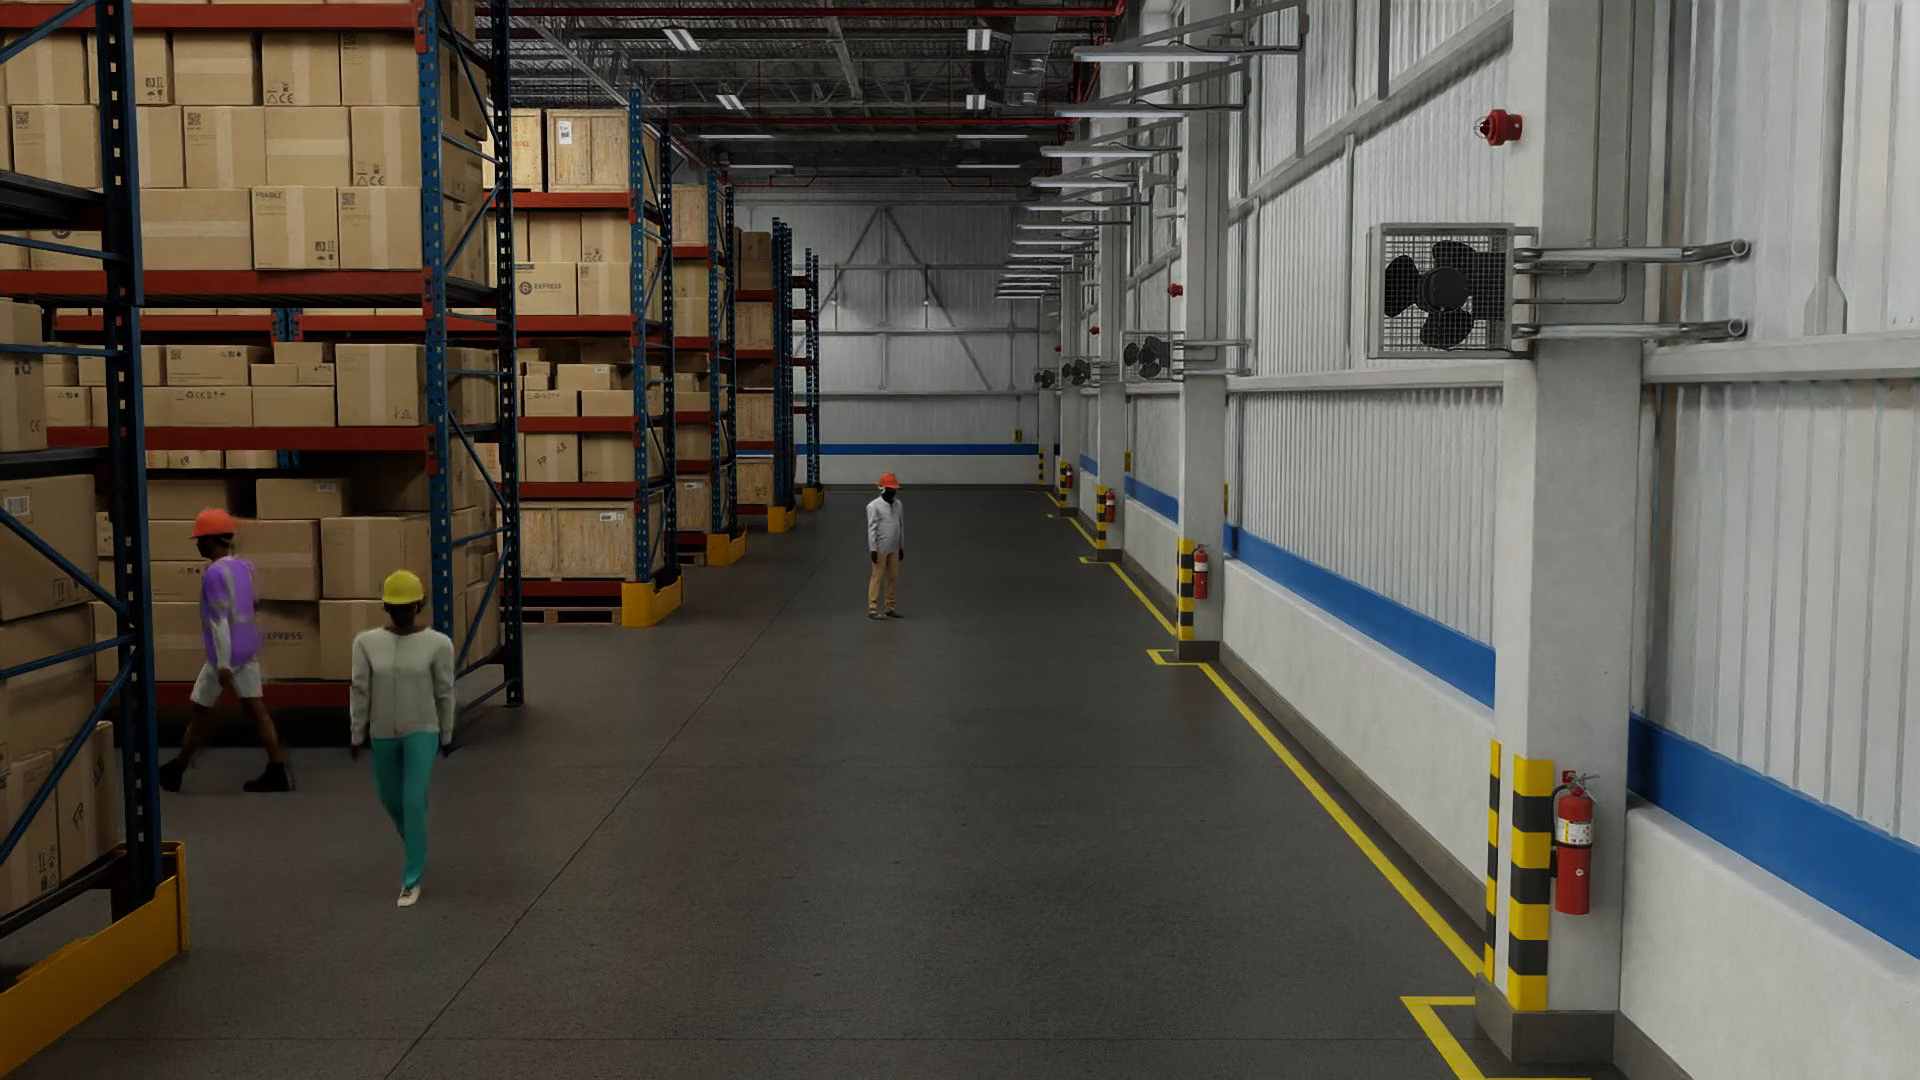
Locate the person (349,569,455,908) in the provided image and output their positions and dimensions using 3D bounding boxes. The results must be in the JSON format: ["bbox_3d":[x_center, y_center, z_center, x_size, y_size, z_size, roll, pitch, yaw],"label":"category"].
[{"bbox_3d":[-2.945,1.000,8.853,0.523,1.737,0.795,0,5,-4],"label":"person"}]

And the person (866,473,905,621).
[{"bbox_3d":[-0.849,0.077,19.583,0.351,1.742,0.566,4,7,41],"label":"person"}]

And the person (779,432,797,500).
[{"bbox_3d":[-3.939,-1.520,37.258,0.399,1.904,0.644,4,6,40],"label":"person"}]

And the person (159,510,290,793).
[{"bbox_3d":[-4.915,0.742,10.987,1.002,1.878,0.567,0,5,3],"label":"person"}]
